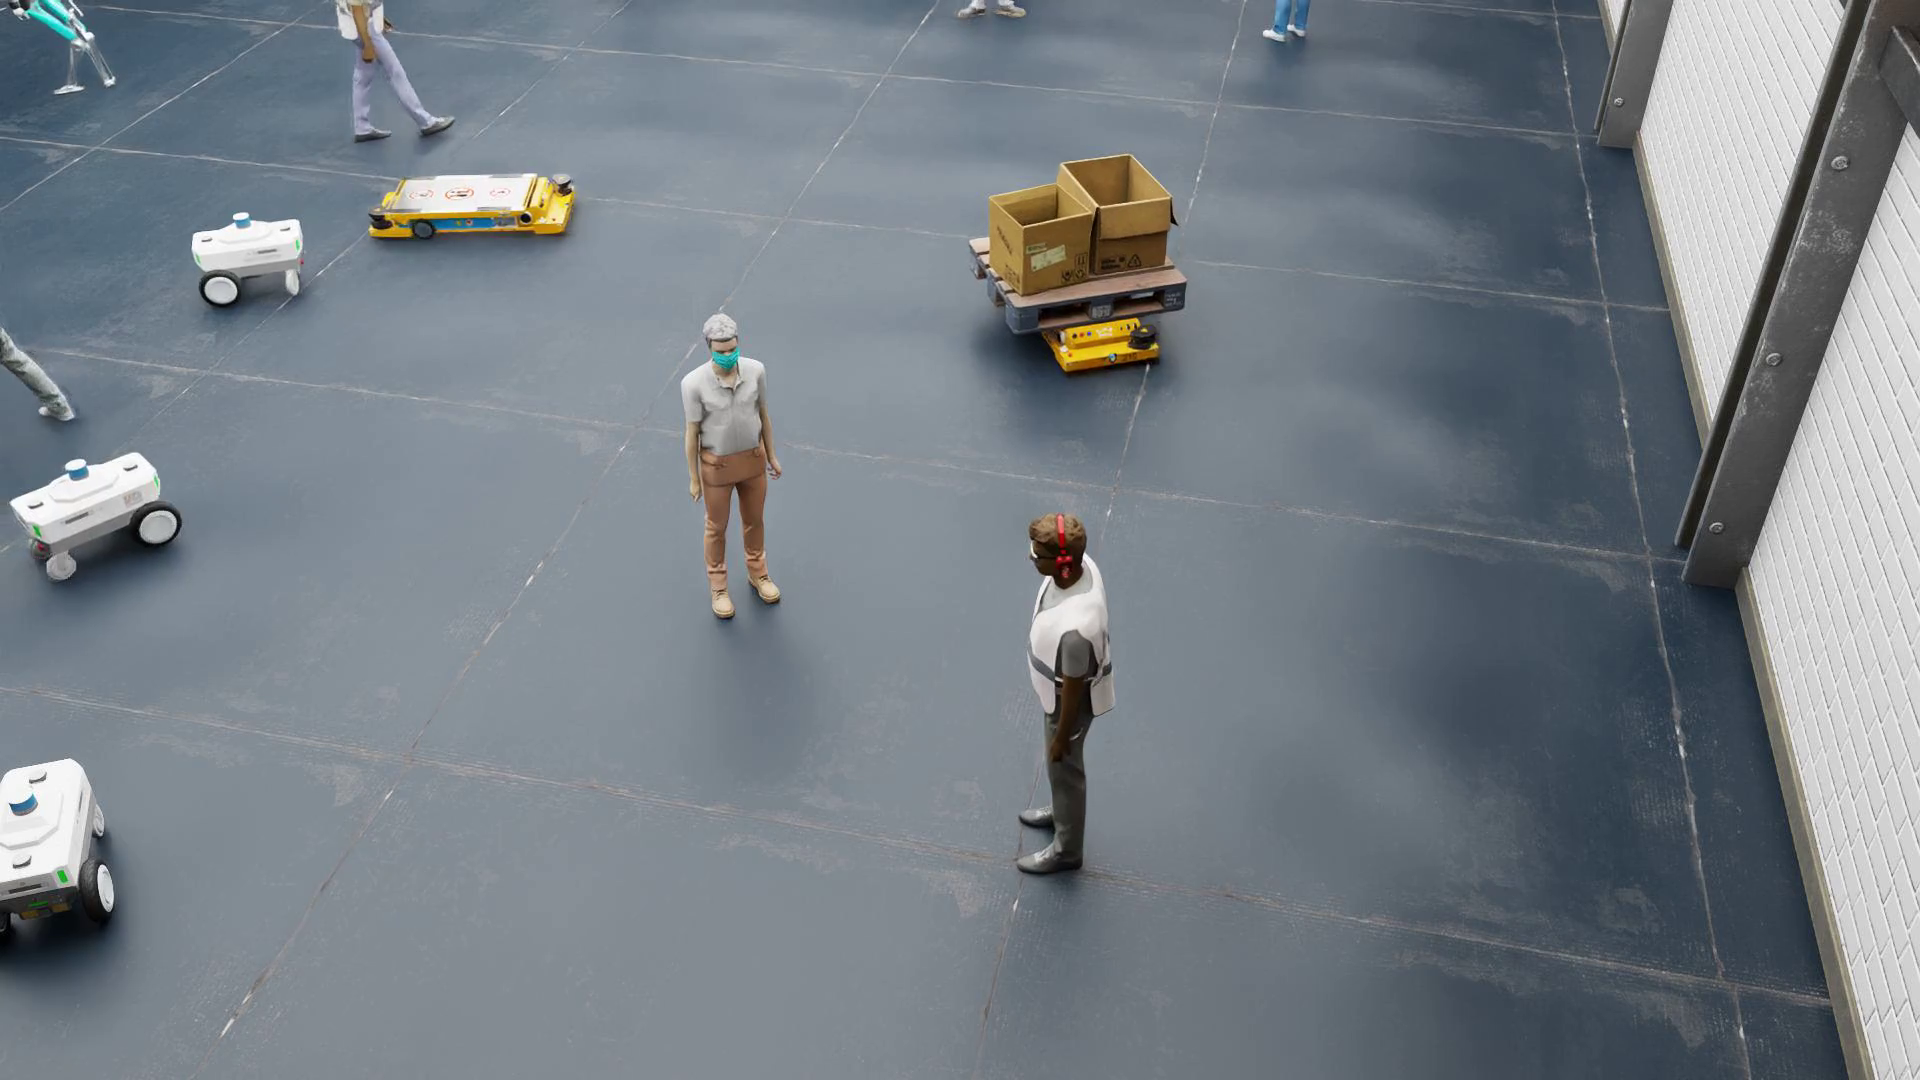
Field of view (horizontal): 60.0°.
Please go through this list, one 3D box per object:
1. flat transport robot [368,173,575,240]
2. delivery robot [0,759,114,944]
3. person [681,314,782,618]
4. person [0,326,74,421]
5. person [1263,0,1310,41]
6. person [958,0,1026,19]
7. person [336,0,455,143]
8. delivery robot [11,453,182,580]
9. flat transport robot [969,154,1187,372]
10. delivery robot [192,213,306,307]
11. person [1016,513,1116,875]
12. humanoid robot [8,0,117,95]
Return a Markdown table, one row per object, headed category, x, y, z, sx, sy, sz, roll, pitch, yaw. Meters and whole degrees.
| category | x | y | z | sx | sy | sz | roll | pitch | yaw |
| --- | --- | --- | --- | --- | --- | --- | --- | --- | --- |
| flat transport robot | -3.690 | -2.529 | 12.603 | 1.431 | 0.231 | 0.659 | -2 | 37 | -3 |
| delivery robot | -3.976 | 1.335 | 7.202 | 0.499 | 0.606 | 0.794 | -11 | 38 | -14 |
| person | -1.160 | -0.389 | 8.504 | 0.493 | 1.744 | 0.301 | -18 | 40 | -23 |
| person | -5.835 | -1.264 | 9.729 | 0.838 | 1.676 | 0.564 | -21 | 42 | -26 |
| person | 3.102 | -5.498 | 15.364 | 0.481 | 1.719 | 0.377 | -23 | 42 | -27 |
| person | 0.333 | -5.845 | 15.729 | 0.748 | 1.856 | 0.356 | -11 | 38 | -15 |
| person | -4.680 | -4.117 | 13.442 | 0.822 | 1.808 | 0.583 | -17 | 40 | -21 |
| delivery robot | -4.793 | -0.182 | 9.216 | 0.773 | 0.586 | 0.499 | -30 | 46 | -34 |
| flat transport robot | 0.794 | -1.617 | 11.382 | 0.659 | 0.231 | 1.431 | -10 | 38 | -14 |
| delivery robot | -4.998 | -1.984 | 11.650 | 0.784 | 0.612 | 0.500 | -12 | 38 | -15 |
| person | 0.452 | 0.653 | 7.040 | 0.404 | 1.834 | 0.565 | 0 | 37 | 0 |
| humanoid robot | -7.745 | -4.652 | 14.215 | 0.885 | 1.765 | 0.585 | 10 | 38 | 12 |
